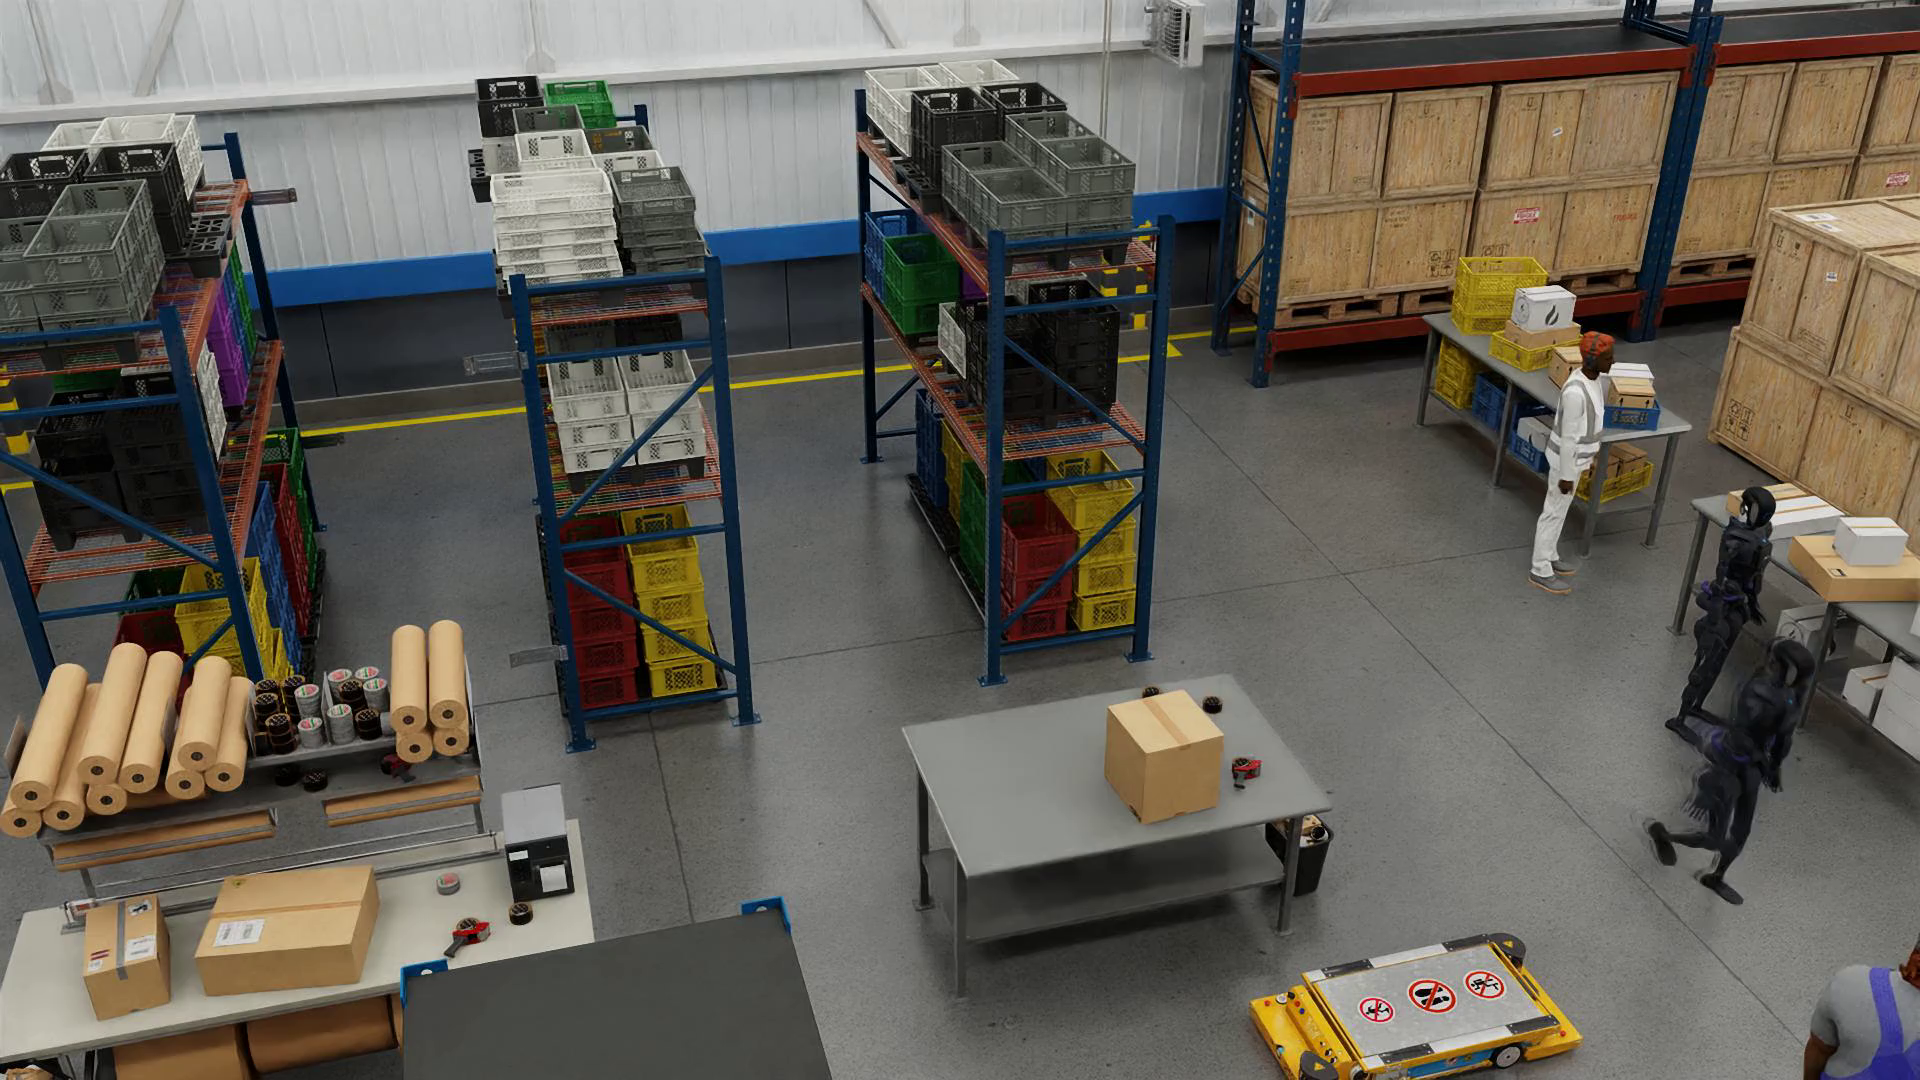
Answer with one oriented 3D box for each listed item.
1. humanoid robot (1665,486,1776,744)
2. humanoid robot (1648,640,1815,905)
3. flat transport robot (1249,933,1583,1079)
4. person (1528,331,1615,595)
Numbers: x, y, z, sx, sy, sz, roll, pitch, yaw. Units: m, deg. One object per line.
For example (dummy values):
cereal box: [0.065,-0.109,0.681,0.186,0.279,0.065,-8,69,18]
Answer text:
humanoid robot: [4.576,0.429,9.905,0.609,1.656,0.315,-23,36,-35]
humanoid robot: [3.992,1.158,8.612,0.591,1.630,0.518,-17,33,-27]
flat transport robot: [2.184,2.282,7.980,1.431,0.197,0.652,-8,30,-14]
person: [4.225,-0.545,11.478,0.354,1.883,0.572,15,32,25]
